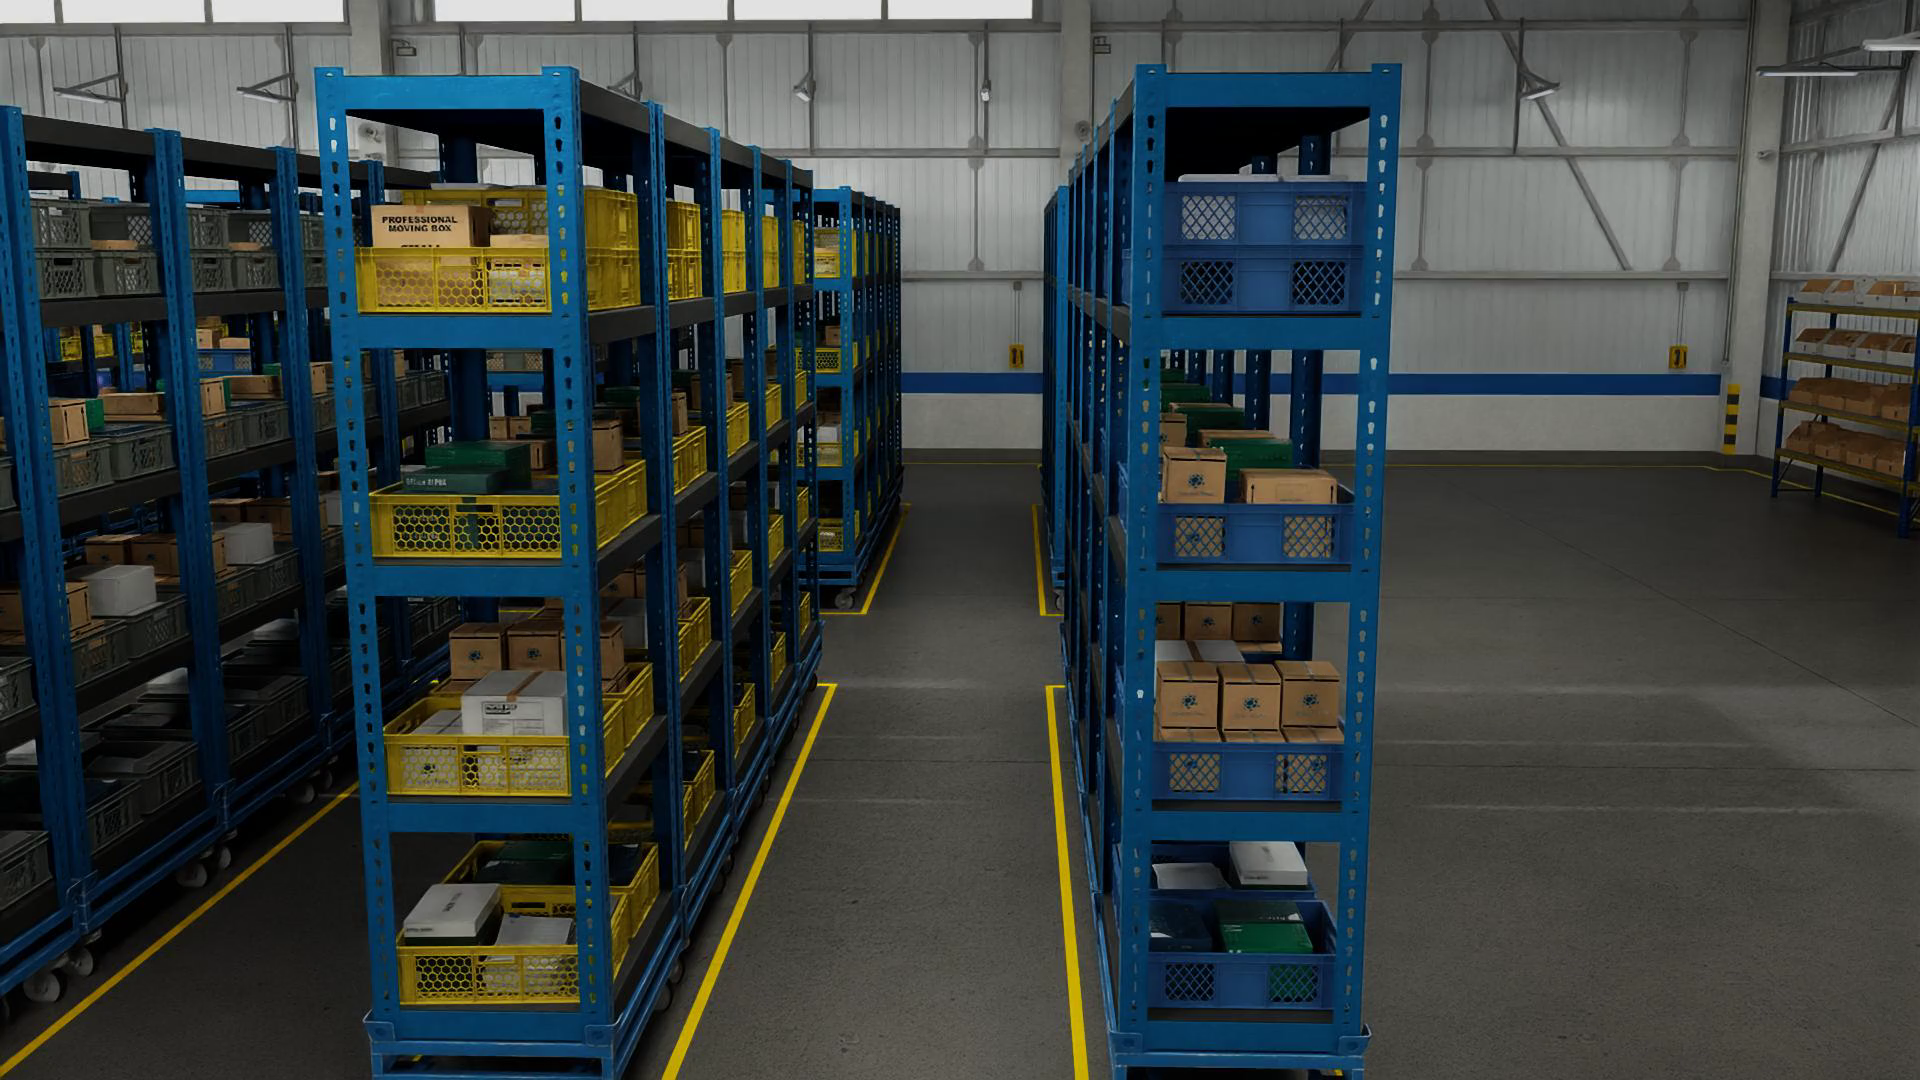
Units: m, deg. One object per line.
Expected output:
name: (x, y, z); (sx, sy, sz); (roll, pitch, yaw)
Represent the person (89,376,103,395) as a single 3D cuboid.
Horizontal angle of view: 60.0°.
person: (-11.203, -1.482, 21.214); (0.832, 1.807, 0.592); (3, 10, 17)
